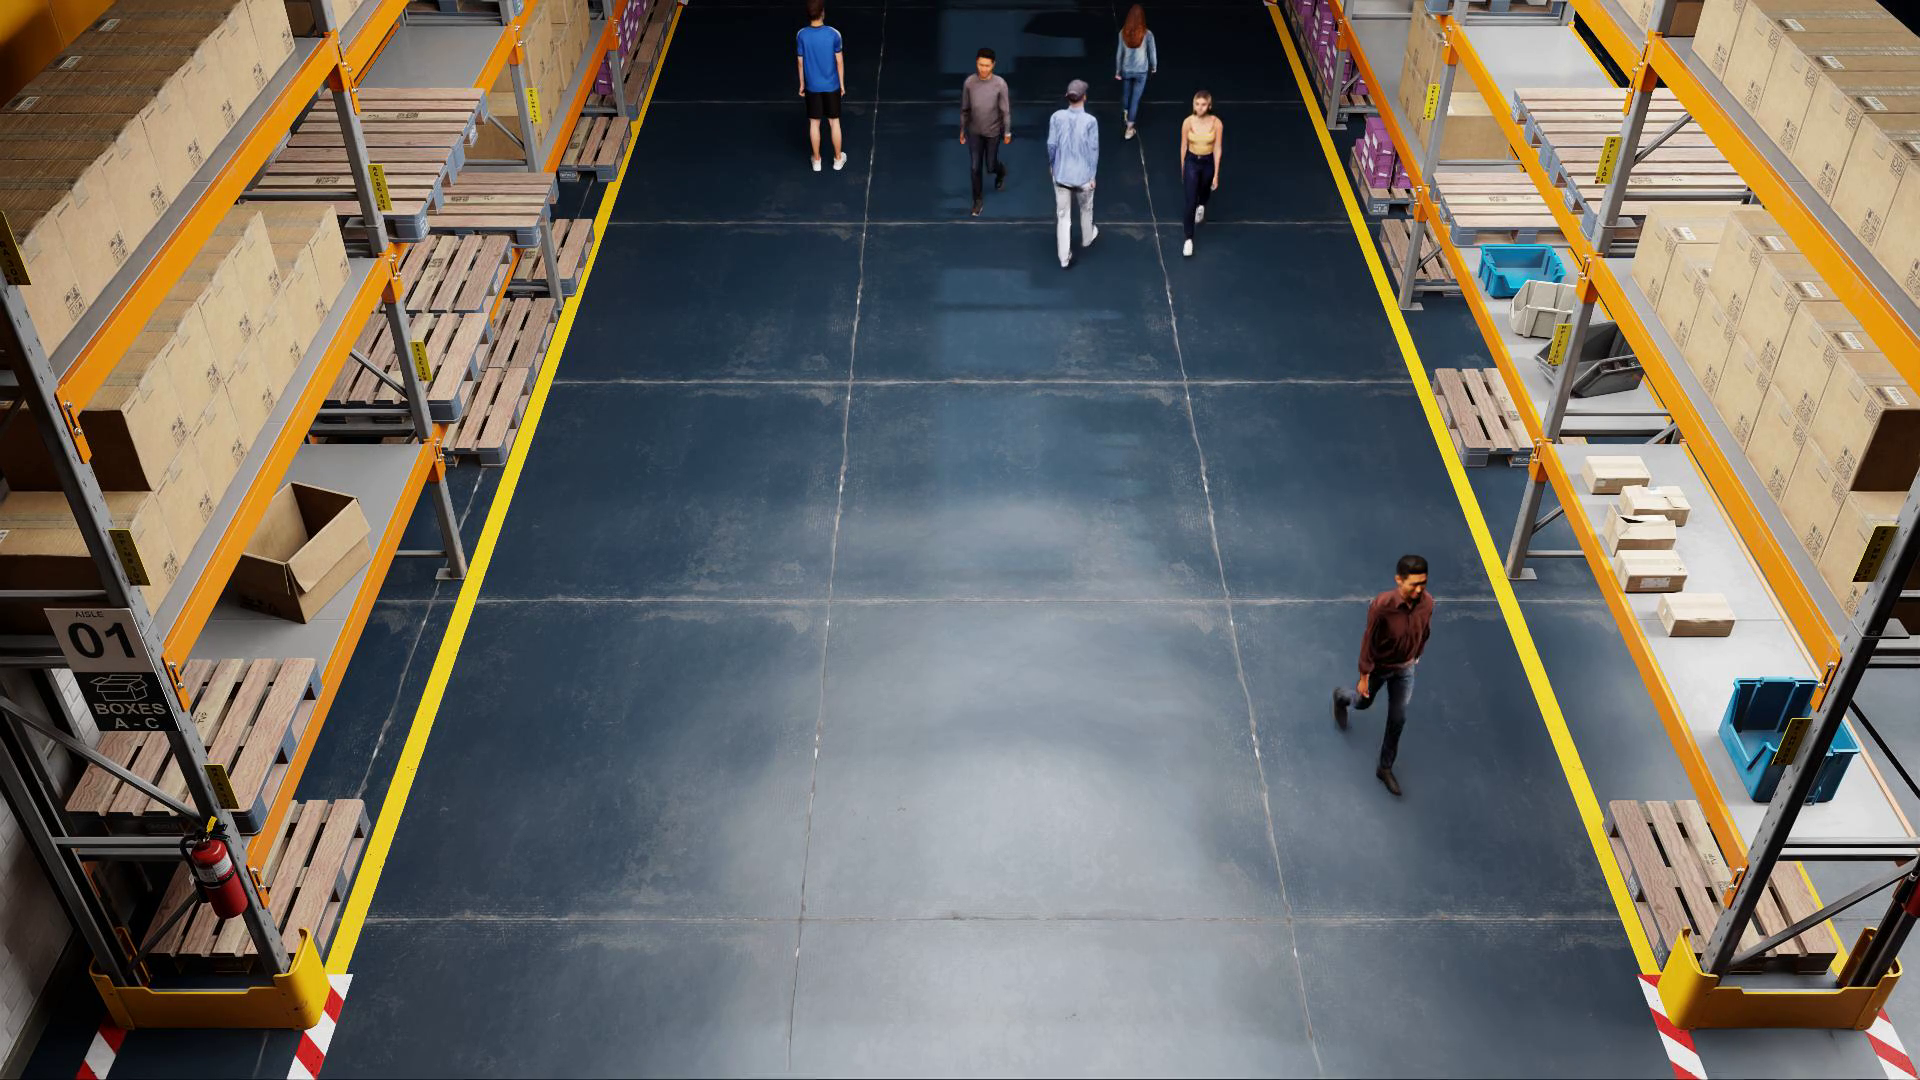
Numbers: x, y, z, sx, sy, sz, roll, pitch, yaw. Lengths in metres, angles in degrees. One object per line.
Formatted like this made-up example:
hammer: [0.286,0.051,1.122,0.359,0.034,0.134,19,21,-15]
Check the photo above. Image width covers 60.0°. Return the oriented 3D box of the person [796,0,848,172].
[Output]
person: [-1.474,-4.845,17.691,0.647,1.867,0.580,-1,39,-2]

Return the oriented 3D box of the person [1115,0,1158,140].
person: [1.915,-5.154,18.409,0.754,1.454,0.948,13,40,16]

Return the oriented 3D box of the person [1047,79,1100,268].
person: [1.066,-3.476,15.978,0.862,1.866,1.044,12,40,14]

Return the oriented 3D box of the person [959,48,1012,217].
person: [0.294,-4.208,16.990,1.016,1.747,0.865,1,39,2]

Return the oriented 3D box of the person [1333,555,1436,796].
person: [2.718,0.766,10.759,0.776,1.749,1.148,-6,39,-8]

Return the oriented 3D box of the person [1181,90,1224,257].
person: [2.387,-3.695,16.471,0.679,1.593,1.158,6,39,7]
